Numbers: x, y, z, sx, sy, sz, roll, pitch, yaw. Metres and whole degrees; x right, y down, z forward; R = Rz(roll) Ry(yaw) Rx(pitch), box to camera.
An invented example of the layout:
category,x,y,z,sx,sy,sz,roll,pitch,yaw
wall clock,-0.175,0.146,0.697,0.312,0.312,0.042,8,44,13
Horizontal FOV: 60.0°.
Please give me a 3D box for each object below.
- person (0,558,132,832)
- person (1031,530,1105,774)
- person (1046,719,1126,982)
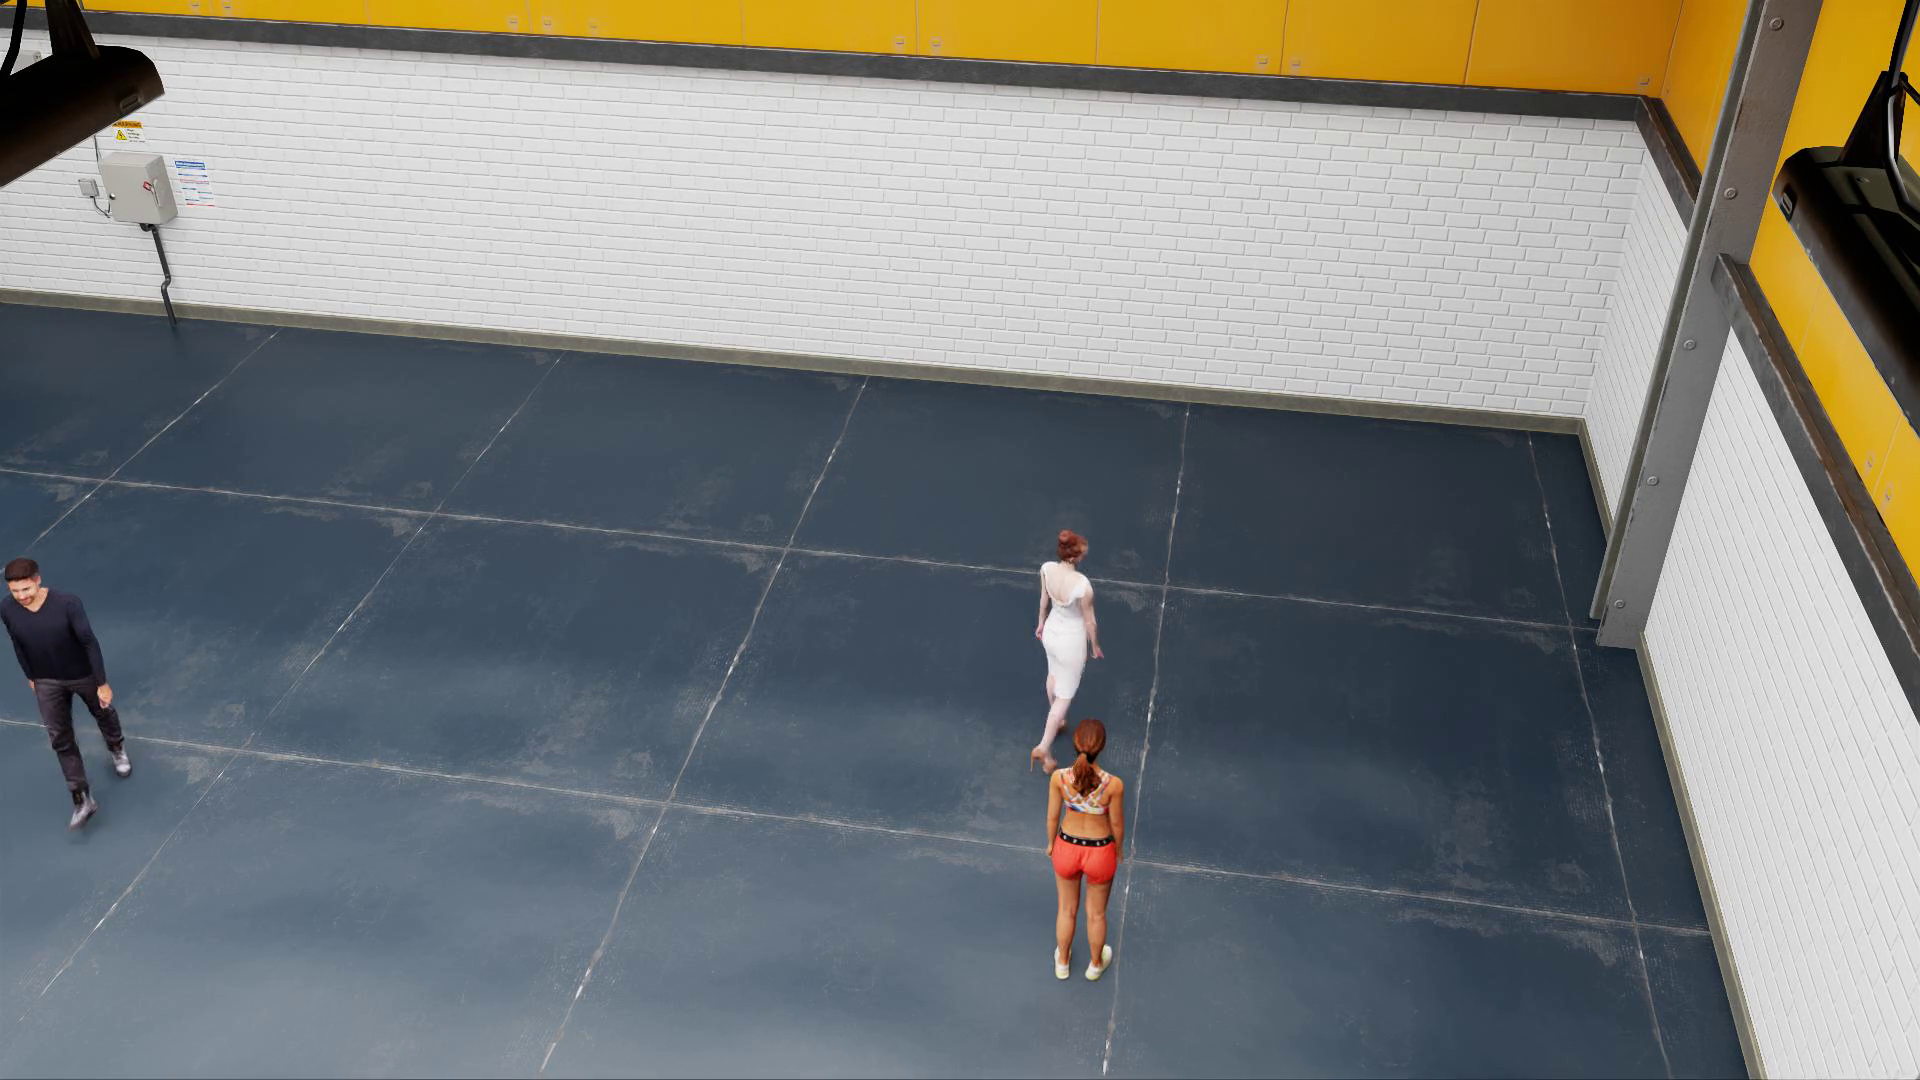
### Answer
category,x,y,z,sx,sy,sz,roll,pitch,yaw
person,-5.601,0.806,10.457,0.979,1.827,1.193,-11,35,-17
person,0.665,0.698,10.656,0.843,1.785,0.916,22,39,29
person,0.680,1.719,9.117,0.583,1.790,0.542,7,34,10
